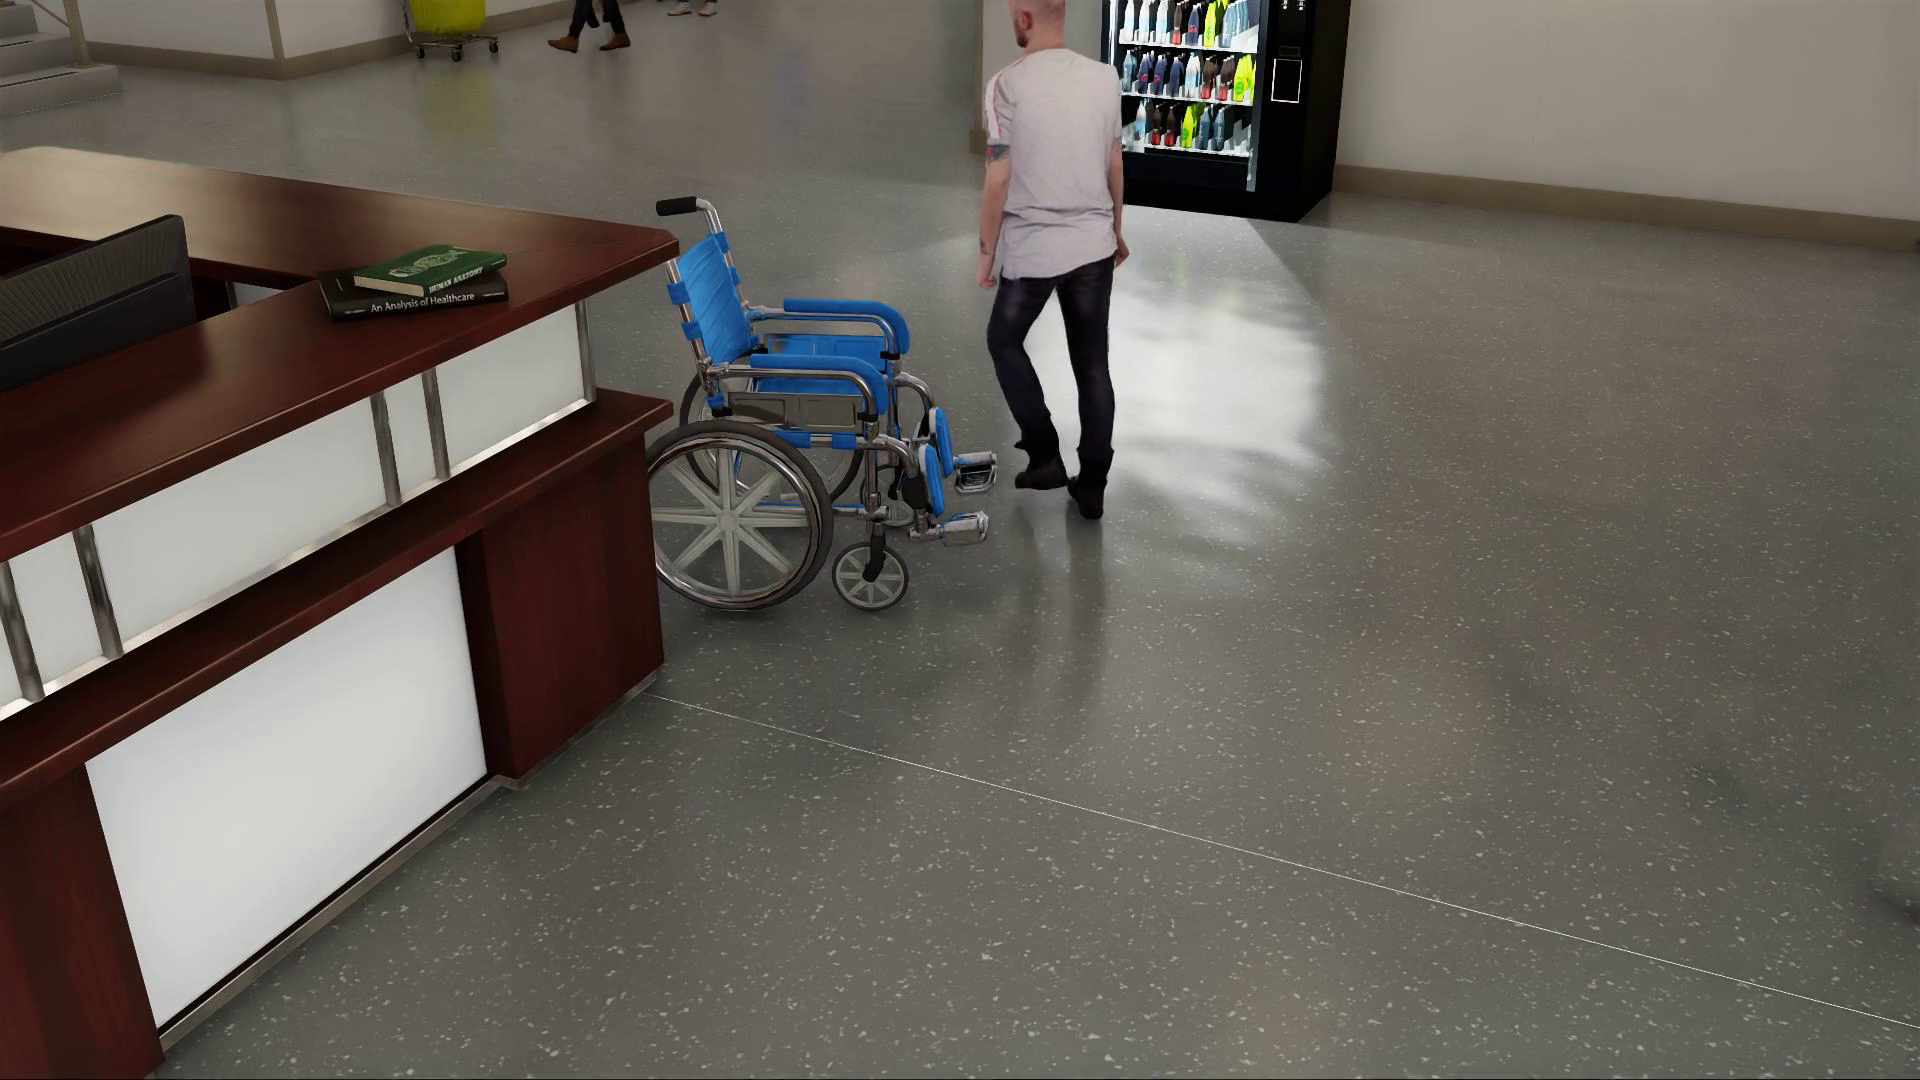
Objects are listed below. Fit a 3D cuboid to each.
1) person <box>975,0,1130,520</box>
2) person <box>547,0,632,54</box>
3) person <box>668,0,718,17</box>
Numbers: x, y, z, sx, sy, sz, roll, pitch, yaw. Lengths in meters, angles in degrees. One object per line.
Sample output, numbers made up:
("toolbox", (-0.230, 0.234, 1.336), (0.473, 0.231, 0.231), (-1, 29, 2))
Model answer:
("person", (0.332, -0.909, 5.485), (0.900, 1.807, 0.943), (-9, 27, -18))
("person", (-3.045, -4.974, 14.000), (1.008, 1.693, 1.086), (-20, 32, -35))
("person", (-2.489, -5.987, 15.948), (0.770, 1.867, 0.757), (12, 28, 23))
